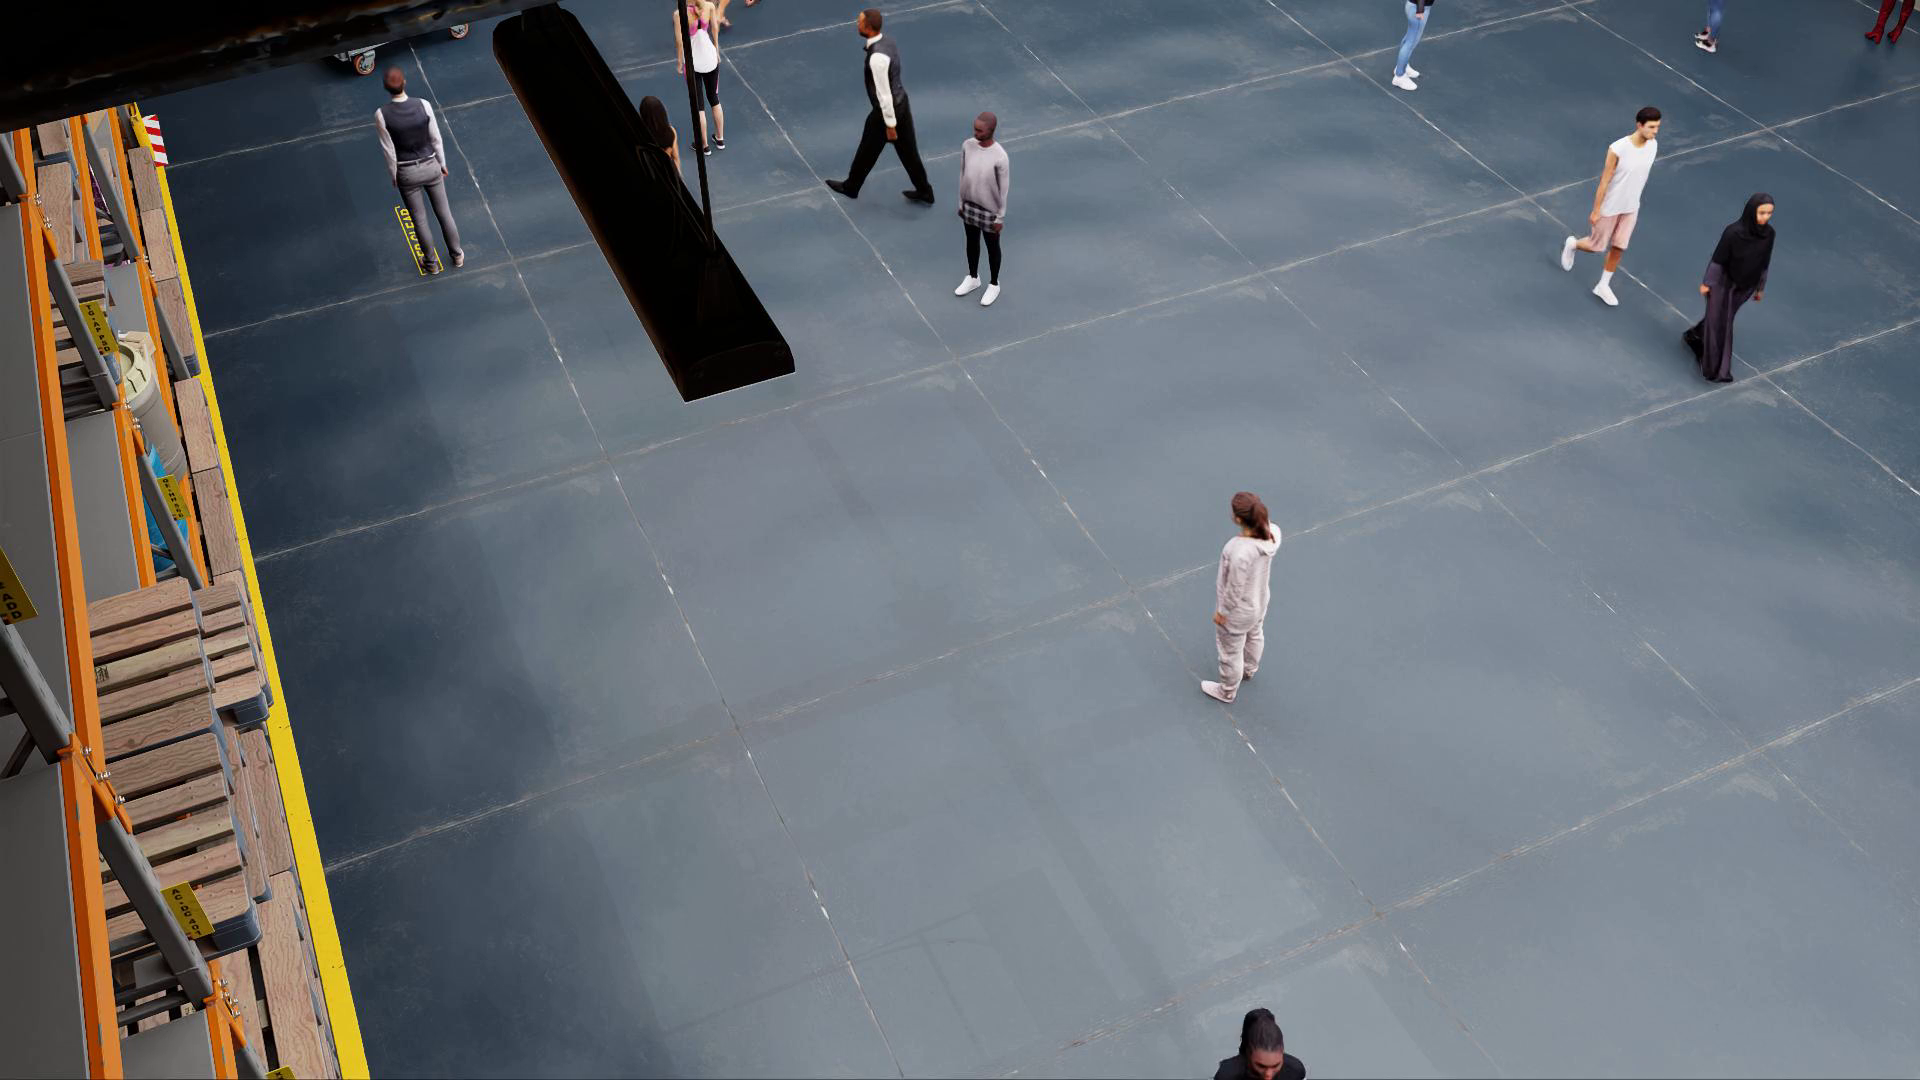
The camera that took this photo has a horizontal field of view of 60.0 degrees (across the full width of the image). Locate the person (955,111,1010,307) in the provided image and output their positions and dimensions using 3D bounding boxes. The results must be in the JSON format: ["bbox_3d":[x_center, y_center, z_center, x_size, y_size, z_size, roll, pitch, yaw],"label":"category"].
[{"bbox_3d":[0.204,-2.814,13.987,0.640,1.773,0.756,26,50,25],"label":"person"}]

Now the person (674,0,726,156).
[{"bbox_3d":[-2.456,-4.504,15.753,0.645,1.786,0.578,-27,50,-25],"label":"person"}]

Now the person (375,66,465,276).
[{"bbox_3d":[-4.639,-3.169,14.242,0.653,1.936,0.561,-20,47,-19],"label":"person"}]

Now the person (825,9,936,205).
[{"bbox_3d":[-0.566,-3.831,14.998,1.260,1.853,1.272,9,44,10],"label":"person"}]

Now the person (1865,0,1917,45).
[{"bbox_3d":[9.978,-6.046,17.425,0.662,1.710,0.660,1,44,2],"label":"person"}]

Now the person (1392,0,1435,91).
[{"bbox_3d":[4.649,-5.398,16.801,0.787,1.633,0.717,12,45,13],"label":"person"}]

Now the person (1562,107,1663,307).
[{"bbox_3d":[5.511,-2.877,14.053,0.737,1.773,1.006,-12,45,-12],"label":"person"}]

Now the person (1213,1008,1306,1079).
[{"bbox_3d":[1.386,2.816,8.122,0.805,1.713,1.020,-3,44,-4],"label":"person"}]

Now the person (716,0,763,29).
[{"bbox_3d":[-2.465,-6.397,17.698,1.242,1.842,1.100,28,50,26],"label":"person"}]

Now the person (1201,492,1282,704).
[{"bbox_3d":[1.840,0.374,10.703,0.716,1.688,0.721,30,51,28],"label":"person"}]

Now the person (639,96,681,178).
[{"bbox_3d":[-2.559,-3.049,14.325,0.583,1.647,0.547,-28,50,-26],"label":"person"}]

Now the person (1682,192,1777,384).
[{"bbox_3d":[6.184,-2.119,13.379,0.817,1.606,1.122,-7,44,-7],"label":"person"}]
